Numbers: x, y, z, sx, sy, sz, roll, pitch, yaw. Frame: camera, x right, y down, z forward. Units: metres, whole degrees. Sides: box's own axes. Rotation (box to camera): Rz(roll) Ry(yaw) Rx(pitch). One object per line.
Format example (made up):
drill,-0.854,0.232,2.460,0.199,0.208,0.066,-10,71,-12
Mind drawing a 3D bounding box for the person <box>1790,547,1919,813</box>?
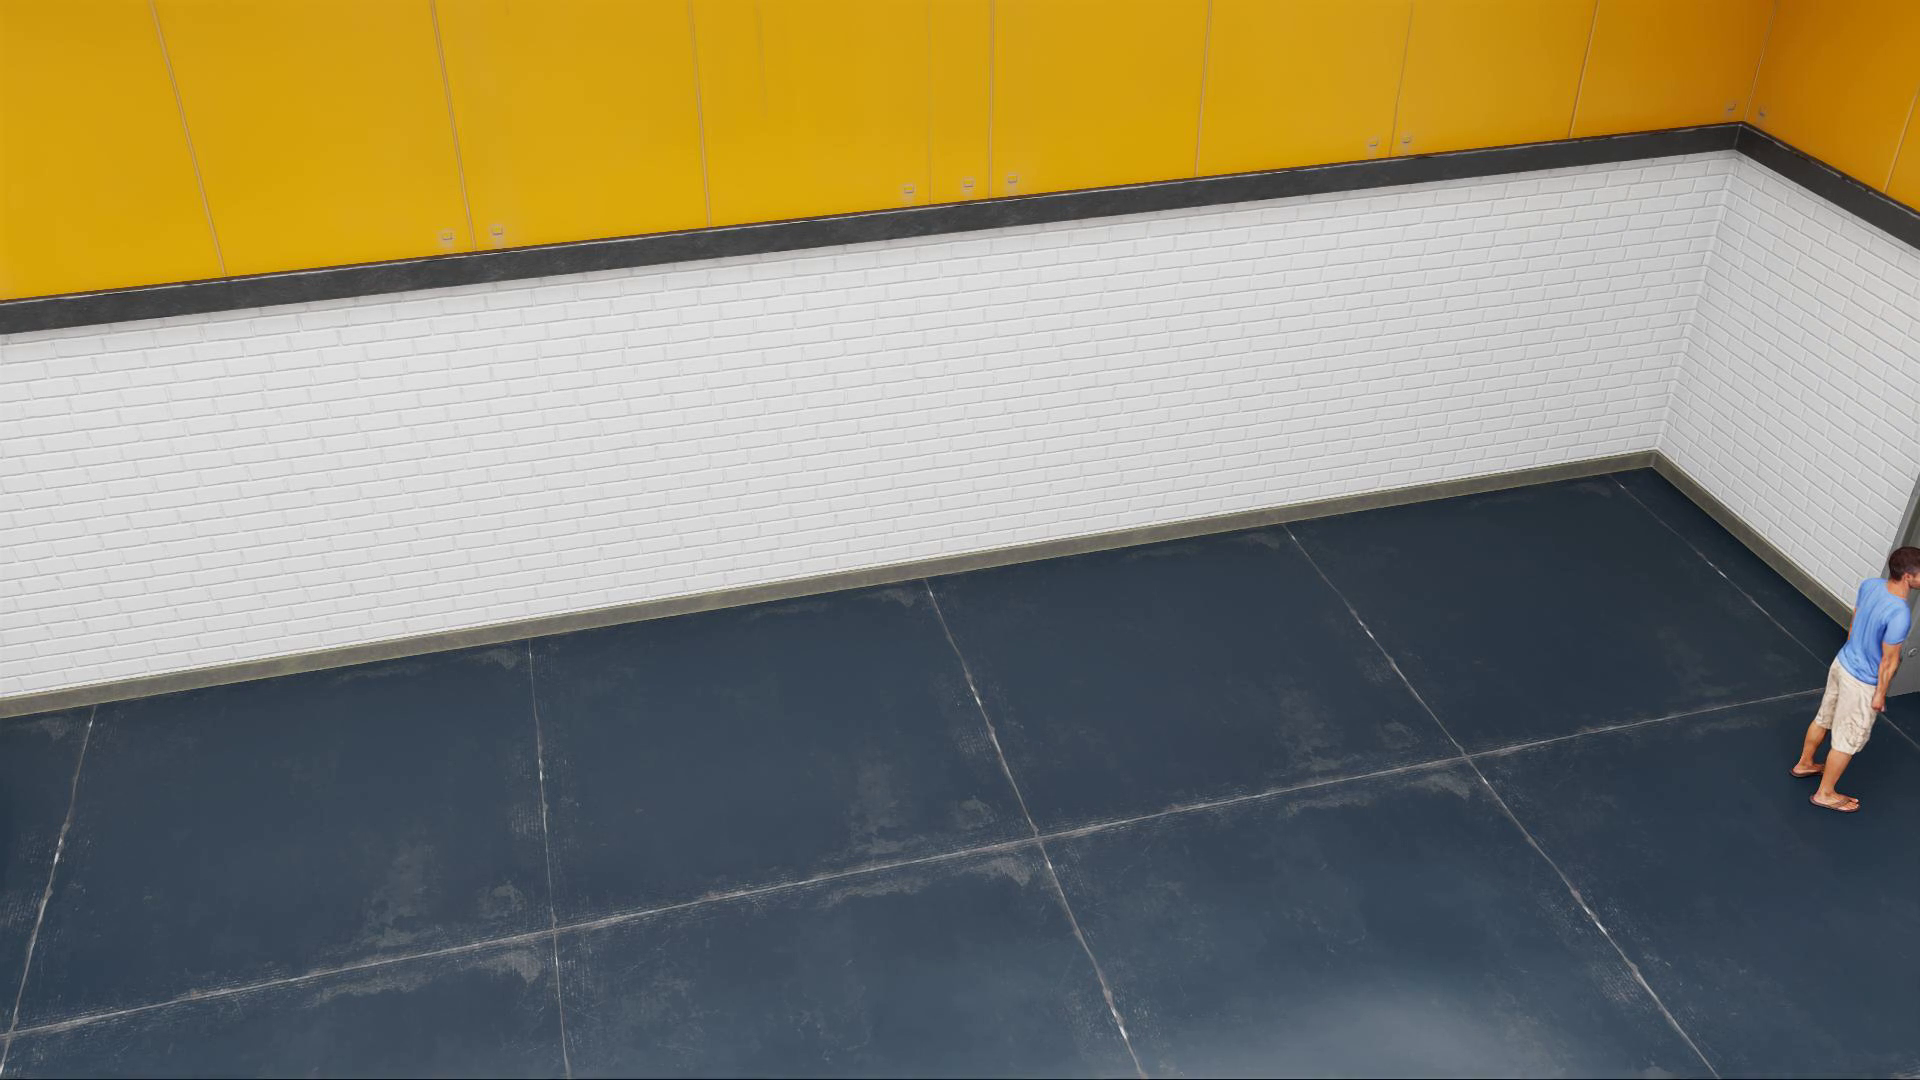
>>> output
person,5.624,0.834,10.375,0.769,1.863,0.598,0,34,0
